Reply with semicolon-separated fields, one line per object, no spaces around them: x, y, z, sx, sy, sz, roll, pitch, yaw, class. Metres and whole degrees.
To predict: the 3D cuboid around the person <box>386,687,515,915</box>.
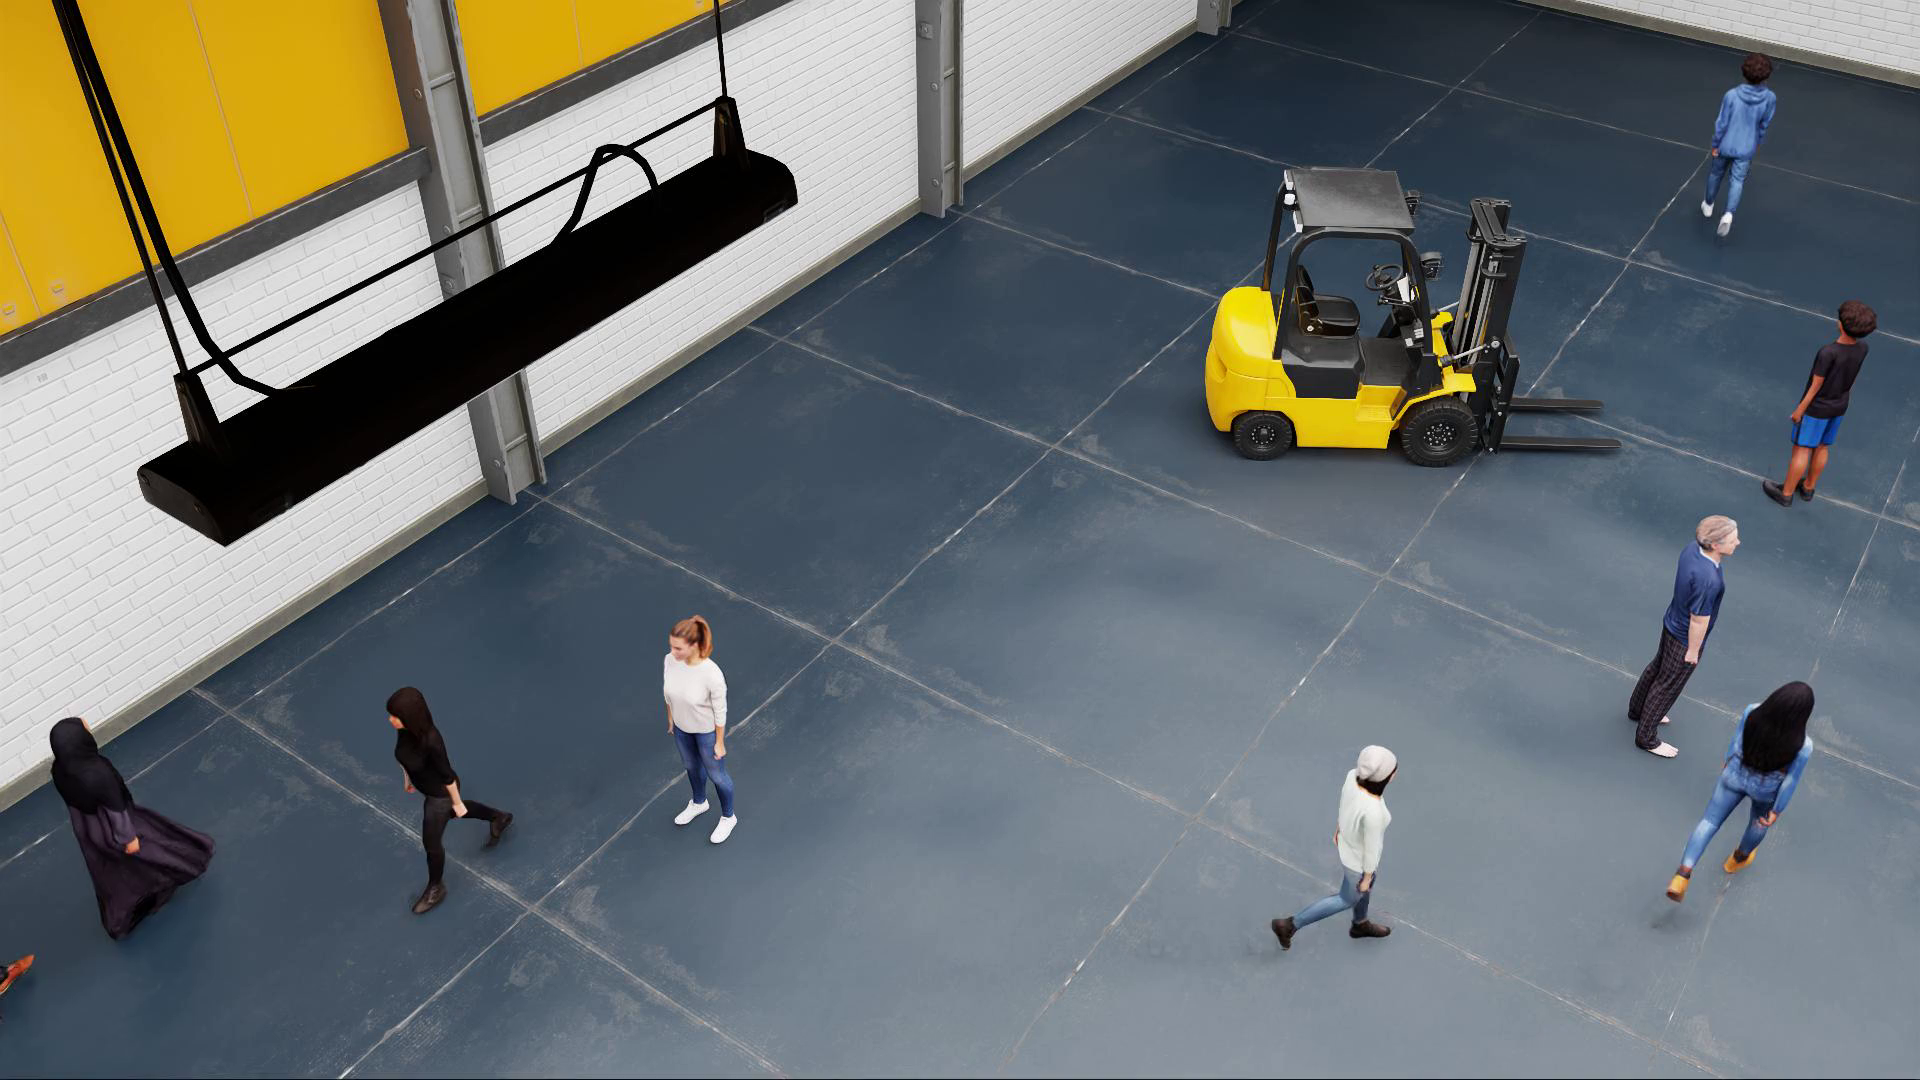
-3.083;1.452;10.003;0.667;1.610;1.084;29;47;32;person

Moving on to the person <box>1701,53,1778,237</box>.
7.764;-3.920;16.592;0.833;1.781;1.157;14;41;17;person

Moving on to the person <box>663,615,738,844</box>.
-1.611;1.158;10.283;0.608;1.720;0.518;22;44;25;person

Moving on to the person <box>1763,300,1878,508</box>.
6.754;-1.057;12.995;0.675;1.796;0.761;-11;40;-14;person

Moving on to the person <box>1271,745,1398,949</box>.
2.210;1.799;9.555;1.037;1.627;1.006;-4;39;-5;person

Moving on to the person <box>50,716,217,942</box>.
-5.026;1.696;9.700;0.777;1.607;1.086;15;41;18;person

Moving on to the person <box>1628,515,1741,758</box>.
4.733;0.594;10.868;0.793;1.872;0.634;7;39;9;person

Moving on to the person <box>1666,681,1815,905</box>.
4.640;1.514;9.869;1.174;1.682;0.763;-30;47;-32;person
